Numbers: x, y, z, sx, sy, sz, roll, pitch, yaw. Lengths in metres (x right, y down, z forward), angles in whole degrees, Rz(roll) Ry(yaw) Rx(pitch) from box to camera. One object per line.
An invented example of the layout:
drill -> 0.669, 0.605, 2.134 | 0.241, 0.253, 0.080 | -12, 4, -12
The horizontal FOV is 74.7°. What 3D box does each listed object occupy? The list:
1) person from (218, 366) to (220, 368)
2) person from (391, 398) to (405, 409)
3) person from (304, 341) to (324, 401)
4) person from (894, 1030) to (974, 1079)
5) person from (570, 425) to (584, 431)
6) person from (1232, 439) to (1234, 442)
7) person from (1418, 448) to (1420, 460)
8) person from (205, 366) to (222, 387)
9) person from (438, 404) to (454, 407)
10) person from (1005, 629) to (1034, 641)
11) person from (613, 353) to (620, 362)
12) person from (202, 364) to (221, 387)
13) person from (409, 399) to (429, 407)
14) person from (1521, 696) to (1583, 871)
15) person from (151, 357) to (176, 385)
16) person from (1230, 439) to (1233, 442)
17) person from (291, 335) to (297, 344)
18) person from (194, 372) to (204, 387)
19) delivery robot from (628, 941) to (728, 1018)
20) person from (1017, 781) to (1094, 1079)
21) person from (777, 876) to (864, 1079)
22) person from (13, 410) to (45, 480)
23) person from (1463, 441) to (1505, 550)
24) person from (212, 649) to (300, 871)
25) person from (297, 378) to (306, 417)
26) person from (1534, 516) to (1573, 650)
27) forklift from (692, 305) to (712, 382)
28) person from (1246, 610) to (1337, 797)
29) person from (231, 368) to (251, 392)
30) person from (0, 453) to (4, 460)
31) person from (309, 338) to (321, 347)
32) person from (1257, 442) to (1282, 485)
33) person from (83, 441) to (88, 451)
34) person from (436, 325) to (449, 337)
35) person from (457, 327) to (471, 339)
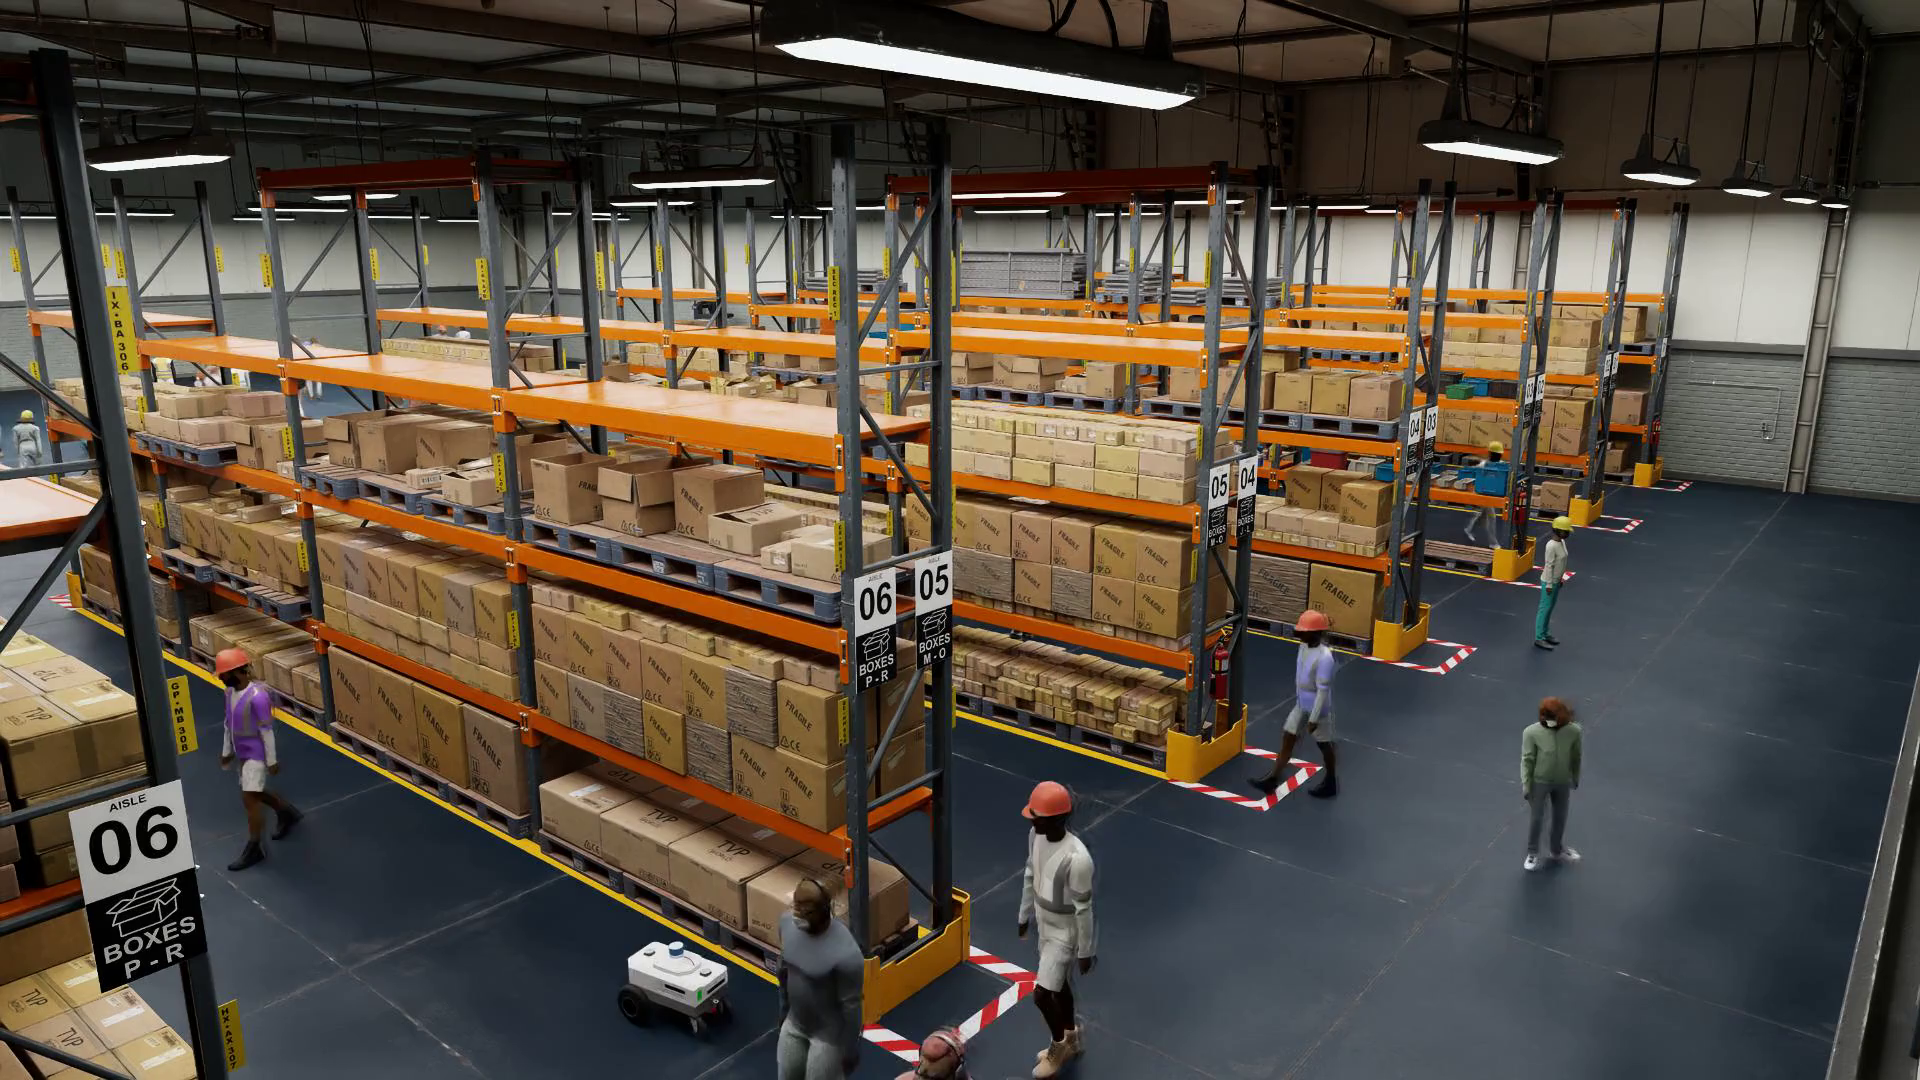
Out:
person -> -26.532, -6.392, 45.388 | 0.317, 1.696, 0.538 | 5, 14, 18
person -> -15.916, -4.048, 35.480 | 0.520, 1.825, 0.914 | -5, 14, -18
person -> -21.361, -5.557, 41.450 | 0.659, 1.934, 0.433 | -3, 14, -12
person -> -0.044, 3.112, 5.908 | 0.650, 1.884, 0.787 | 7, 15, 25
person -> -10.717, -3.837, 35.025 | 0.515, 1.629, 0.319 | -9, 16, -33
person -> 6.360, -2.734, 30.008 | 0.630, 1.854, 0.542 | 13, 19, 42
person -> 10.132, -2.208, 27.662 | 0.912, 1.971, 0.618 | 11, 18, 38
person -> -20.162, -3.803, 34.348 | 0.692, 1.885, 0.520 | 6, 15, 22
person -> -11.857, -2.599, 29.337 | 0.648, 1.915, 0.573 | -12, 18, -40
person -> 0.816, 0.432, 16.929 | 0.355, 1.883, 0.574 | 13, 19, 42
person -> -10.384, -4.736, 38.192 | 0.647, 1.885, 1.009 | -3, 14, -11
person -> -21.268, -4.233, 35.877 | 0.709, 2.000, 0.813 | 1, 14, 5
person -> -14.003, -3.444, 32.639 | 0.616, 1.995, 0.383 | 6, 15, 23
person -> 5.081, 2.073, 10.773 | 0.628, 1.597, 0.410 | 0, 14, -2
person -> -25.168, -5.123, 39.864 | 0.634, 1.842, 0.429 | -6, 15, -24
person -> 5.419, -1.581, 25.566 | 0.919, 1.715, 0.544 | 9, 17, 34
person -> -24.578, -6.723, 46.622 | 0.361, 1.751, 0.535 | 12, 18, 42
person -> -21.447, -4.010, 35.829 | 0.526, 1.581, 0.833 | 2, 14, 9
delivery robot -> -1.971, 3.051, 8.808 | 0.707, 0.478, 0.477 | 7, 15, 29
person -> 0.578, 2.504, 8.112 | 0.601, 2.019, 0.633 | -6, 15, -25
person -> -0.778, 2.773, 7.207 | 0.647, 1.927, 0.559 | 12, 18, 41
person -> -19.899, -1.896, 26.893 | 0.505, 1.705, 0.629 | -5, 14, -19
person -> 9.247, -0.823, 22.097 | 0.595, 1.890, 0.963 | -7, 15, -25
person -> -6.235, 1.857, 11.102 | 0.542, 1.903, 0.812 | 9, 16, 32
person -> -19.668, -4.499, 37.155 | 1.146, 1.901, 0.605 | 13, 19, 43
person -> 7.873, 0.549, 16.689 | 0.310, 1.770, 0.522 | 11, 18, 39
forklift -> -9.511, -7.392, 47.124 | 1.873, 2.768, 1.129 | 11, 17, 38
person -> 3.280, 1.600, 12.103 | 0.957, 1.888, 0.569 | -4, 14, -15
person -> -21.097, -4.399, 36.772 | 1.012, 1.891, 0.625 | 9, 16, 32
person -> -22.915, -2.588, 29.740 | 0.550, 1.686, 0.371 | 4, 14, 18
person -> -24.101, -6.760, 47.103 | 0.847, 1.584, 0.521 | 10, 17, 36
person -> 6.538, -1.904, 27.145 | 0.868, 1.581, 0.526 | 9, 16, 32
person -> -21.817, -3.101, 31.574 | 0.578, 1.830, 0.696 | 2, 14, 9
person -> -19.856, -7.238, 48.283 | 1.098, 1.993, 0.606 | 11, 17, 37
person -> -19.835, -7.743, 50.534 | 0.567, 1.891, 0.907 | -1, 14, -6
